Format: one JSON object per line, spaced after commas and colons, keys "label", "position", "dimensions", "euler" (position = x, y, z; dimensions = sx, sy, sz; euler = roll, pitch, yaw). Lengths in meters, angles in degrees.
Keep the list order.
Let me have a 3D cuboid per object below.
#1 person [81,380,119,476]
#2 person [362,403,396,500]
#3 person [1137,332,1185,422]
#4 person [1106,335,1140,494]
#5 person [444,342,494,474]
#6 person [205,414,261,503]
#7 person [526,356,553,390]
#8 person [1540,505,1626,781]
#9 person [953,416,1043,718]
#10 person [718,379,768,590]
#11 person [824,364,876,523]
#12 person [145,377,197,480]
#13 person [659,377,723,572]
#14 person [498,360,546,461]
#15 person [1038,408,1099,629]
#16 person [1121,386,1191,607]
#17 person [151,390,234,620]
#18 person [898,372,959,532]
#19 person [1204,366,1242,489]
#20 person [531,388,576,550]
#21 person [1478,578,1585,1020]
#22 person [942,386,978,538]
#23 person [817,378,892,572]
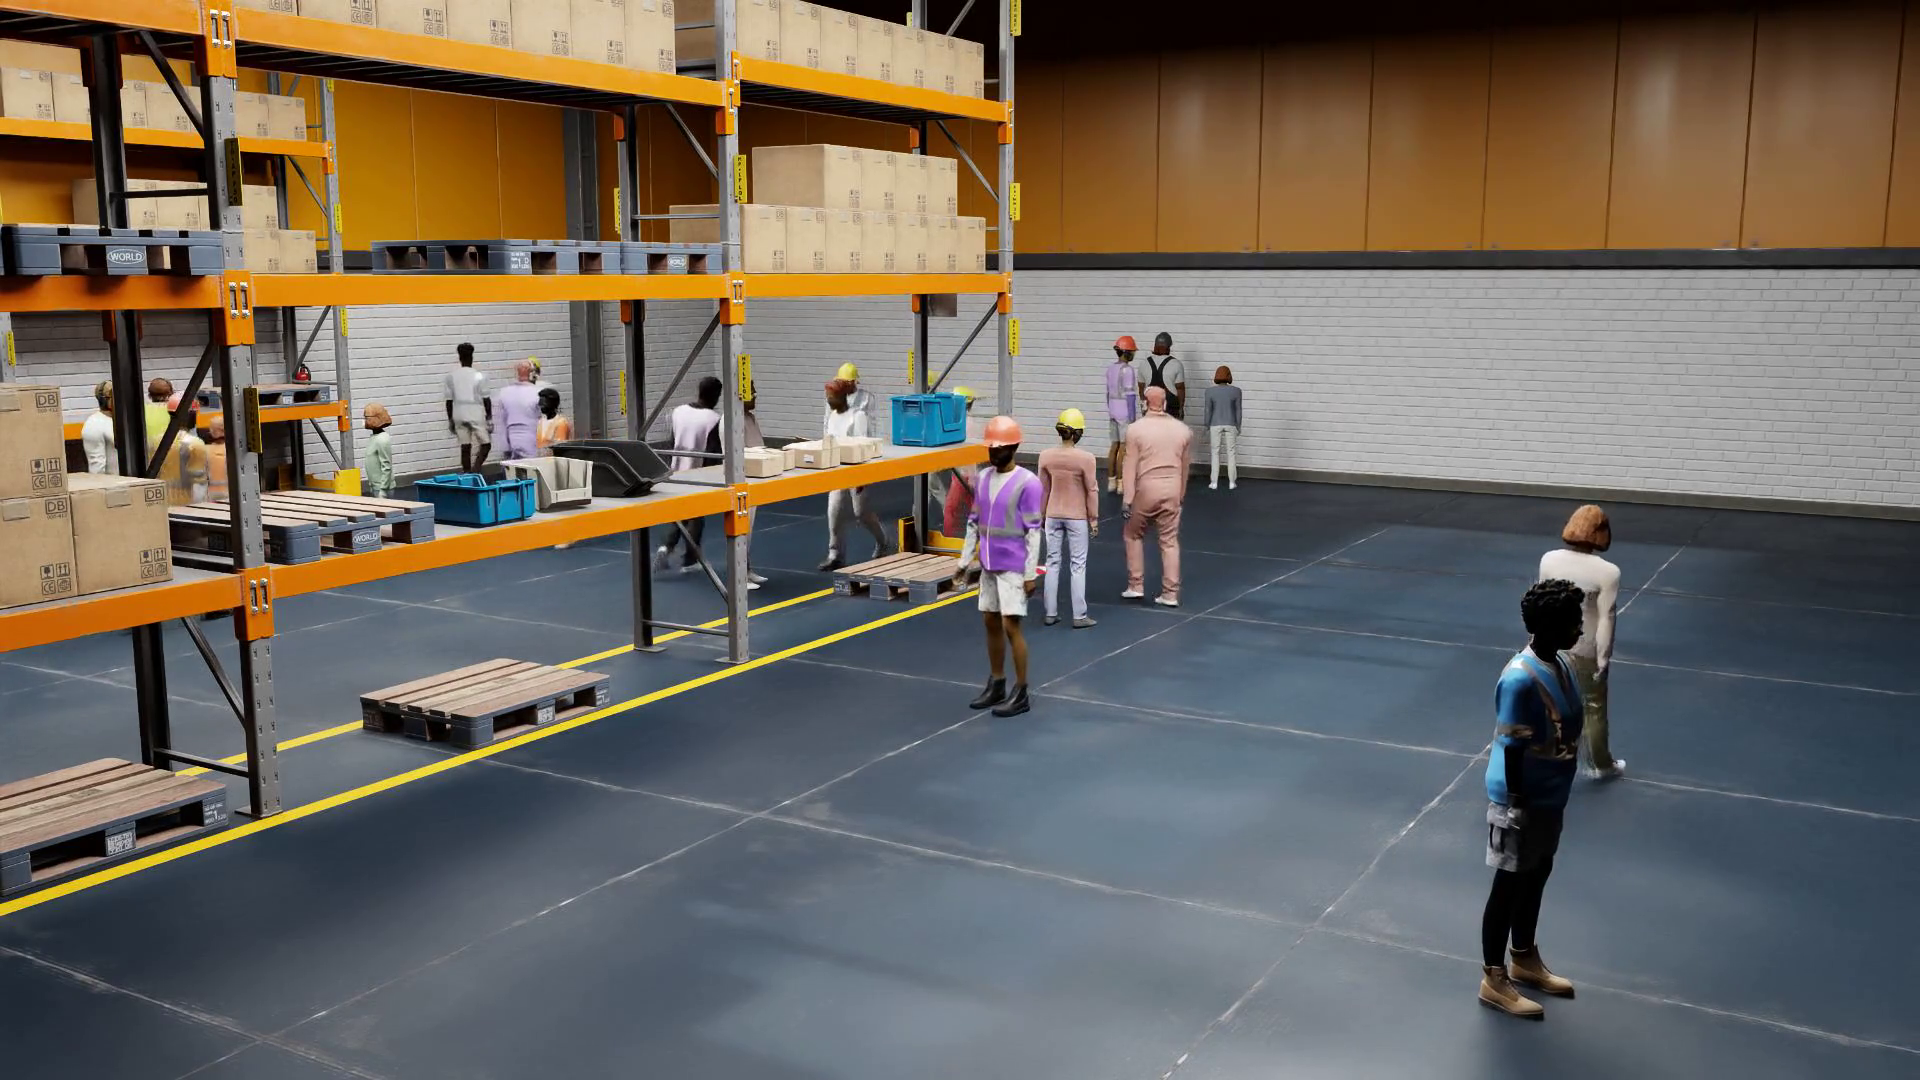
{"label": "person", "position": [-7.224, -0.399, 14.227], "dimensions": [0.358, 1.938, 0.636], "euler": [0, 9, -2]}
{"label": "person", "position": [-5.441, -0.466, 15.595], "dimensions": [0.279, 1.634, 0.498], "euler": [-5, 10, -29]}
{"label": "person", "position": [2.828, -1.868, 23.078], "dimensions": [0.682, 2.000, 0.537], "euler": [5, 10, 29]}
{"label": "person", "position": [2.123, -1.616, 21.502], "dimensions": [0.390, 2.041, 0.613], "euler": [-4, 10, -22]}
{"label": "person", "position": [-6.358, -1.584, 21.566], "dimensions": [0.634, 1.952, 0.428], "euler": [1, 9, 5]}
{"label": "person", "position": [-6.348, -0.285, 14.487], "dimensions": [0.533, 1.625, 0.374], "euler": [-1, 9, -7]}
{"label": "person", "position": [-5.646, -1.556, 22.027], "dimensions": [0.533, 1.754, 0.351], "euler": [-2, 9, -14]}
{"label": "person", "position": [3.372, 0.594, 9.120], "dimensions": [0.854, 1.589, 0.511], "euler": [-8, 12, -39]}
{"label": "person", "position": [0.257, 0.161, 10.763], "dimensions": [0.404, 1.934, 0.557], "euler": [-8, 12, -42]}
{"label": "person", "position": [-1.943, -0.513, 15.038], "dimensions": [0.409, 1.907, 0.651], "euler": [1, 9, 5]}
{"label": "person", "position": [-1.258, -1.097, 18.947], "dimensions": [0.600, 1.820, 0.404], "euler": [1, 9, 5]}
{"label": "person", "position": [-7.676, -0.650, 16.102], "dimensions": [0.644, 1.840, 0.429], "euler": [-3, 10, -18]}
{"label": "person", "position": [-2.523, -0.598, 15.661], "dimensions": [0.662, 1.871, 0.587], "euler": [6, 11, 32]}
{"label": "person", "position": [-4.728, -1.034, 18.365], "dimensions": [0.653, 1.889, 0.534], "euler": [5, 10, 29]}
{"label": "person", "position": [0.875, -0.172, 13.353], "dimensions": [0.535, 1.767, 0.316], "euler": [5, 11, 30]}
{"label": "person", "position": [1.639, -0.372, 14.263], "dimensions": [0.725, 1.877, 0.690], "euler": [-4, 10, -23]}
{"label": "person", "position": [-6.301, -0.247, 13.389], "dimensions": [0.553, 1.913, 0.825], "euler": [4, 10, 24]}
{"label": "person", "position": [-0.330, -0.999, 18.464], "dimensions": [0.936, 1.792, 0.605], "euler": [-7, 12, -39]}
{"label": "person", "position": [3.468, -1.483, 21.941], "dimensions": [0.497, 1.633, 0.279], "euler": [1, 9, 3]}
{"label": "person", "position": [-4.202, -0.706, 16.945], "dimensions": [0.541, 1.674, 0.631], "euler": [8, 12, 40]}
{"label": "person", "position": [2.208, 0.978, 6.411], "dimensions": [0.321, 1.694, 0.534], "euler": [8, 12, 40]}
{"label": "person", "position": [0.077, -0.671, 16.586], "dimensions": [0.871, 1.733, 0.535], "euler": [-1, 9, -6]}
{"label": "person", "position": [-1.030, -0.645, 16.064], "dimensions": [0.607, 1.849, 0.885], "euler": [8, 12, 40]}
